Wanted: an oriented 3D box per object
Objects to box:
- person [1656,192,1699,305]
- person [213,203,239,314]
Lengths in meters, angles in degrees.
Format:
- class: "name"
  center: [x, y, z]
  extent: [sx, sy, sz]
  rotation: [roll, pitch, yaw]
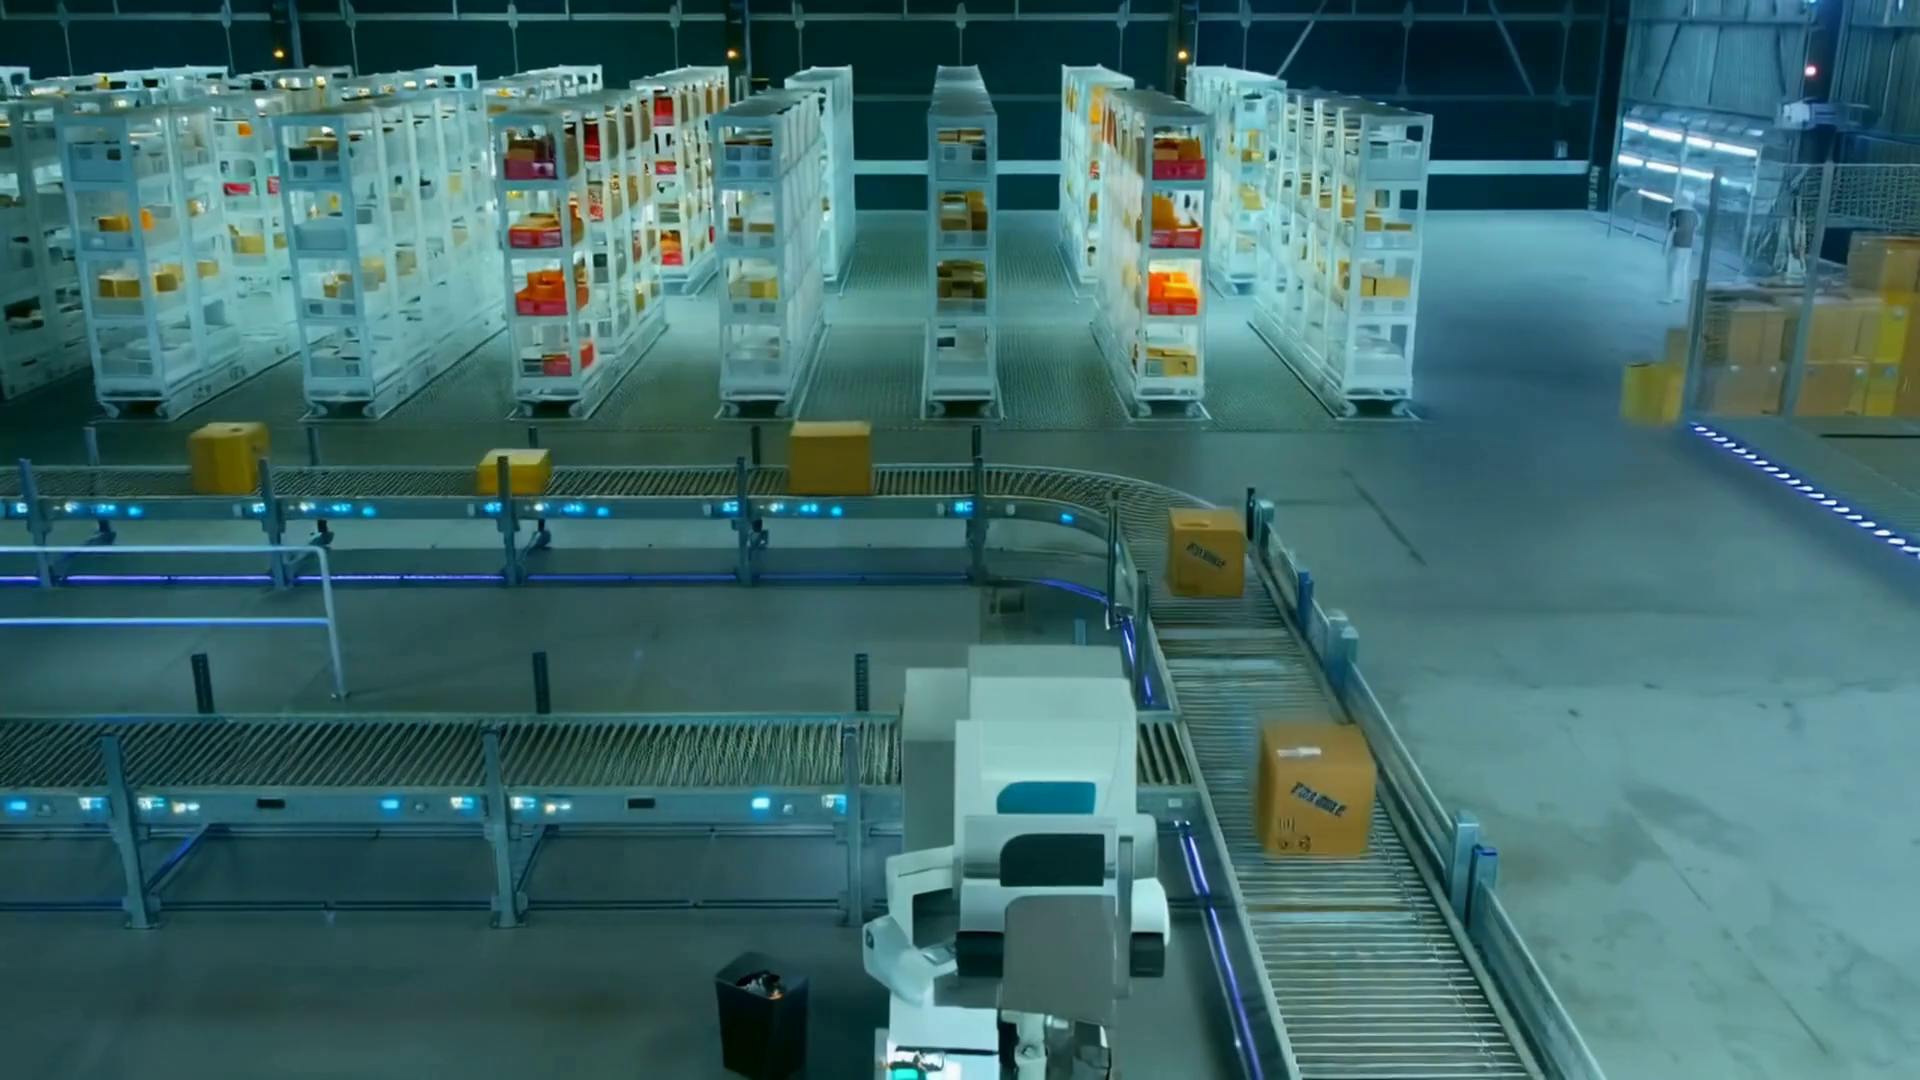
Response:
- class: "person"
  center: [11.894, -4.812, 27.496]
  extent: [0.561, 1.836, 0.393]
  rotation: [-4, 18, -12]
- class: "person"
  center: [-11.742, -4.553, 26.715]
  extent: [0.403, 1.822, 0.586]
  rotation: [-13, 22, -35]
